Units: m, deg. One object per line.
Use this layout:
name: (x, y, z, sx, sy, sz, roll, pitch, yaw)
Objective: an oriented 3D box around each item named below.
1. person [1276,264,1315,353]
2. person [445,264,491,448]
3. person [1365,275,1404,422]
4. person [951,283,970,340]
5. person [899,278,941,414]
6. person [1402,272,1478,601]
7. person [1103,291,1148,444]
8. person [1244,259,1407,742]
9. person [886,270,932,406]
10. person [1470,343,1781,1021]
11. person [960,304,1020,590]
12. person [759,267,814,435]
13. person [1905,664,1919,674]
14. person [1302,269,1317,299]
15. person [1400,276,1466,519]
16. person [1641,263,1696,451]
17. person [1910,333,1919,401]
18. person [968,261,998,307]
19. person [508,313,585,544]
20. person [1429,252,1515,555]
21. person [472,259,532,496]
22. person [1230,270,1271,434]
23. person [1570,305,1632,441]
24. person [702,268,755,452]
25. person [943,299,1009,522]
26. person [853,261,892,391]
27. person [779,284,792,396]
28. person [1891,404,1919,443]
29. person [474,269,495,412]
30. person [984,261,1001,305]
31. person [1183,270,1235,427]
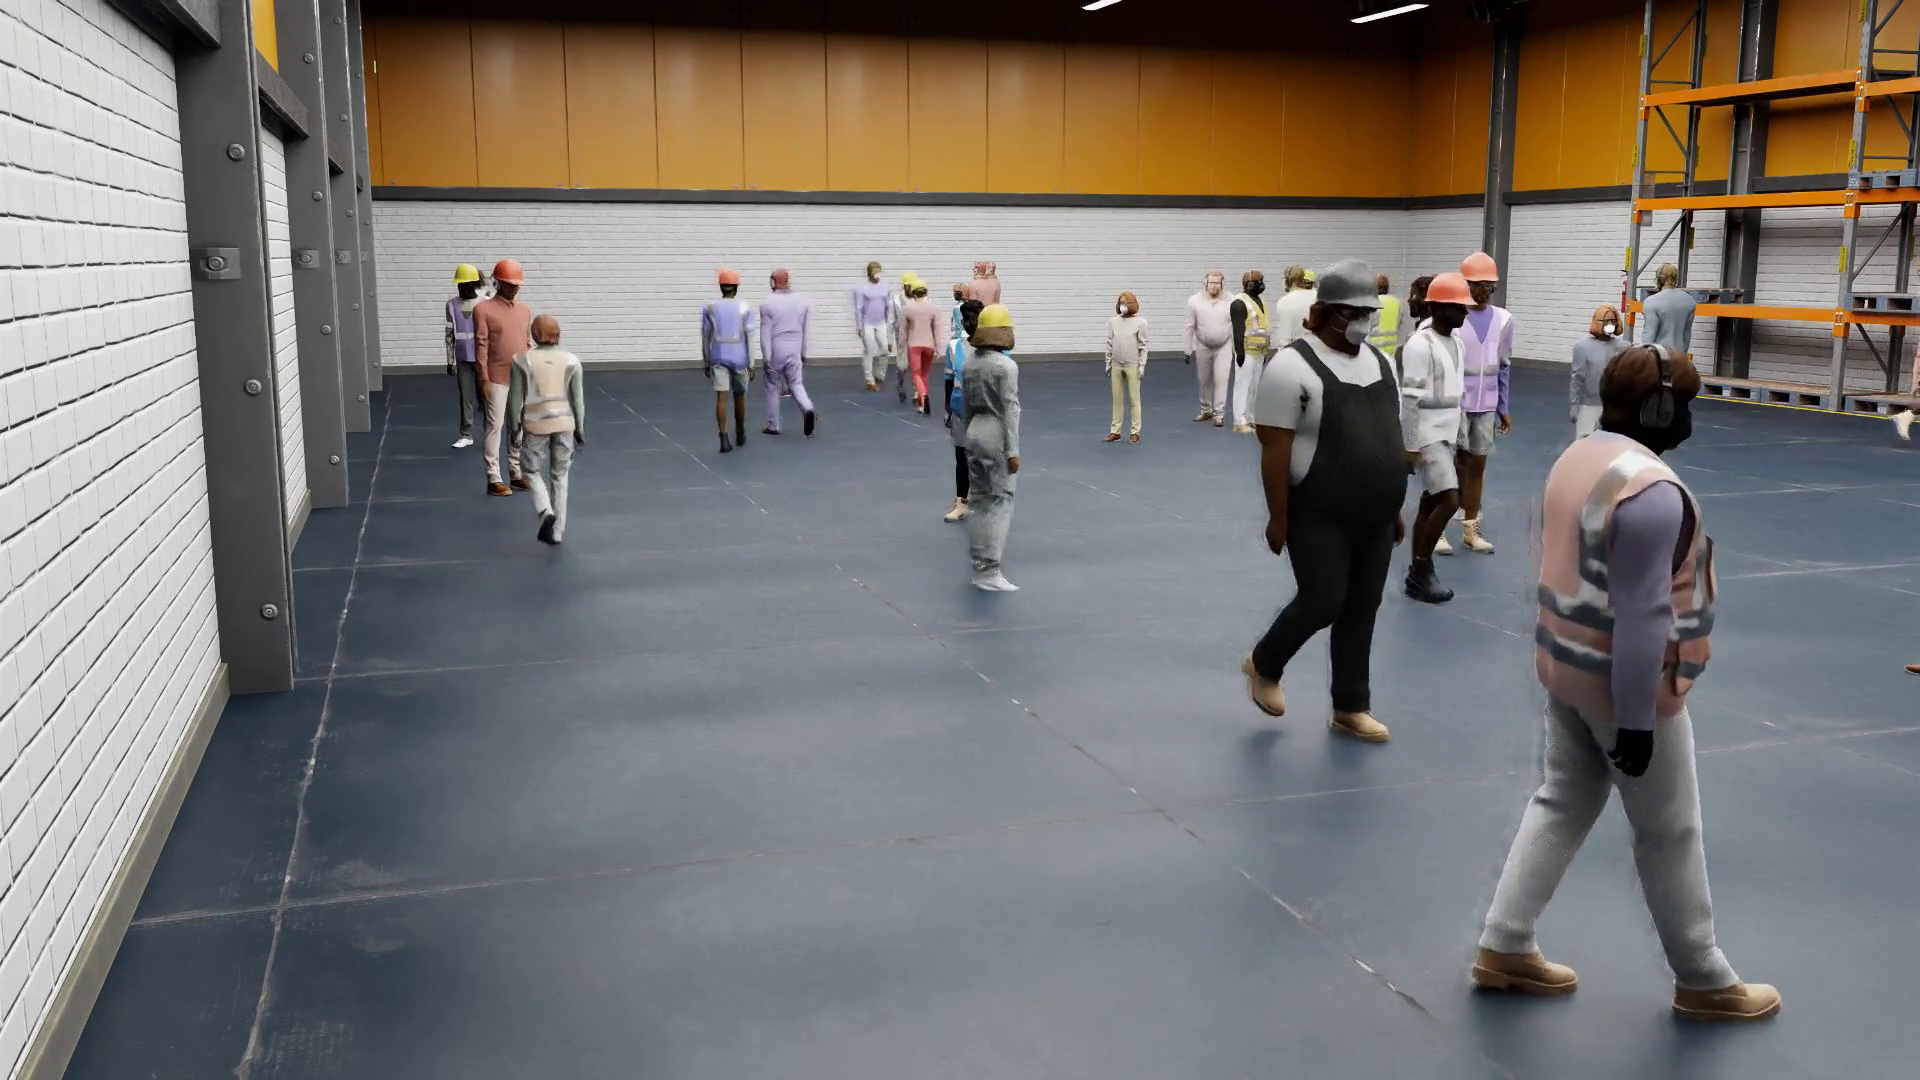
person: (3.371, -1.839, 16.979, 0.637, 1.921, 0.518, -8, 12, -37)
person: (-5.087, -1.909, 17.373, 0.592, 1.922, 0.379, 1, 10, 7)
person: (4.898, -2.196, 19.426, 0.644, 1.795, 0.973, -5, 11, -25)
person: (0.034, -2.577, 22.056, 0.311, 1.642, 0.512, 4, 10, 20)
person: (-0.487, -2.431, 20.971, 0.531, 1.734, 0.781, -3, 10, -17)
person: (2.835, -0.586, 9.706, 0.496, 1.924, 0.569, 8, 13, 40)
person: (1.782, -1.856, 17.899, 0.497, 1.636, 0.286, 7, 12, 34)
person: (1.581, -0.172, 6.977, 0.692, 2.000, 0.617, -6, 11, -31)
person: (-0.654, -2.683, 22.176, 0.632, 1.811, 0.439, -2, 10, -9)
person: (1.784, 0.387, 4.444, 0.802, 1.812, 0.648, 0, 10, -1)
person: (0.181, -0.554, 10.158, 0.446, 1.732, 0.547, -8, 13, -40)
person: (-1.944, -2.086, 18.518, 0.650, 1.885, 0.795, -7, 12, -34)
person: (4.761, -0.226, 7.786, 0.328, 1.872, 0.514, 1, 10, 7)
person: (4.732, -2.787, 22.768, 0.597, 1.813, 0.420, 2, 10, 9)
person: (3.539, -1.087, 12.783, 0.993, 1.863, 0.609, 2, 10, 13)
person: (7.212, -1.862, 17.063, 0.631, 1.939, 0.372, -4, 11, -23)
person: (8.865, -1.388, 14.915, 0.854, 1.735, 0.515, -8, 13, -39)
person: (0.313, -3.481, 26.519, 0.406, 1.911, 0.637, 9, 13, 41)
person: (-2.847, -0.757, 11.547, 0.524, 1.622, 0.438, -5, 11, -27)
person: (3.456, -0.911, 11.248, 0.610, 2.042, 0.396, -2, 10, -11)
person: (-3.827, -1.373, 14.088, 0.393, 1.986, 0.610, 6, 12, 33)
person: (3.316, -2.139, 18.934, 0.429, 1.847, 0.625, 7, 12, 35)
person: (5.097, -1.053, 13.254, 0.508, 1.632, 0.264, -1, 10, -8)
person: (-2.405, -1.875, 17.295, 0.563, 1.886, 0.986, 0, 10, -1)
person: (0.115, -0.962, 12.546, 0.539, 1.695, 0.318, 5, 11, 25)
person: (-1.265, -3.146, 24.530, 0.639, 1.922, 0.459, -5, 11, -28)
person: (-2.491, -2.868, 23.763, 0.270, 1.632, 0.508, 4, 11, 24)
person: (10.094, -1.908, 17.096, 0.757, 2.024, 0.611, 8, 13, 40)
person: (-6.201, -2.575, 21.484, 0.539, 1.833, 0.483, -5, 11, -28)
person: (0.453, -3.578, 27.071, 0.410, 1.913, 0.651, 1, 10, 4)
person: (3.014, -2.300, 19.891, 0.660, 1.856, 0.839, 2, 10, 13)
